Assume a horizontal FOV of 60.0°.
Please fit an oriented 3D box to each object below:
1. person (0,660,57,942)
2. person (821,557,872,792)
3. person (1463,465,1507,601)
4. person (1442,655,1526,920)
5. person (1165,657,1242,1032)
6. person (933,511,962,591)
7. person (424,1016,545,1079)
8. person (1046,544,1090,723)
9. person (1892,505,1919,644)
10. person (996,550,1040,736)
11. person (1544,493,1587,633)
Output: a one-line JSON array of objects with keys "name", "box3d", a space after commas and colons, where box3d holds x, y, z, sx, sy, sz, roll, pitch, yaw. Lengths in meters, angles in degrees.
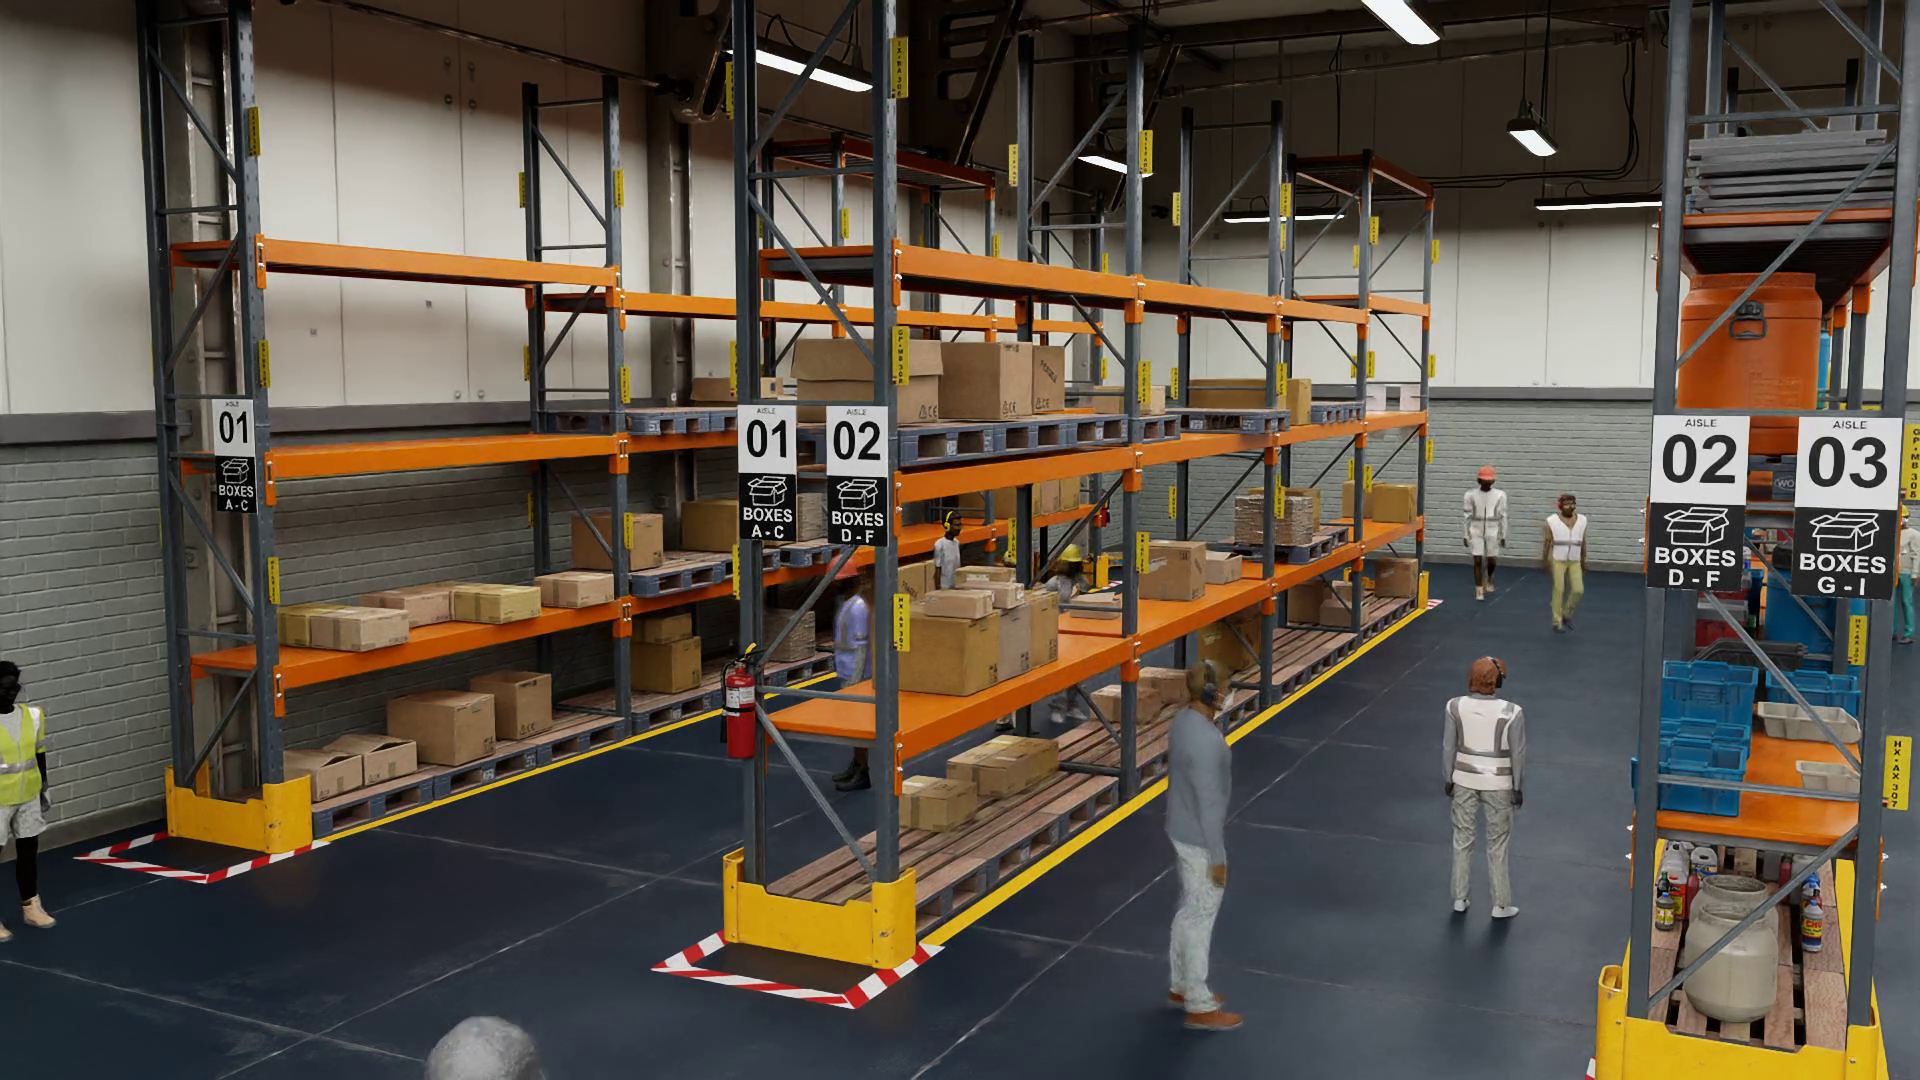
[{"name": "person", "box3d": [-5.752, 1.558, 10.035, 0.320, 1.690, 0.535, 3, 7, 27]}, {"name": "person", "box3d": [-0.910, 1.091, 13.569, 0.463, 1.918, 0.594, -2, 6, -16]}, {"name": "person", "box3d": [7.763, -0.111, 24.628, 0.614, 2.026, 0.581, 2, 6, 15]}, {"name": "person", "box3d": [3.270, 1.543, 10.405, 0.515, 1.641, 0.314, 4, 7, 37]}, {"name": "person", "box3d": [1.264, 1.572, 8.692, 0.377, 1.938, 0.631, 0, 6, -2]}, {"name": "person", "box3d": [-0.127, 0.603, 18.517, 0.325, 1.861, 0.511, 3, 7, 27]}, {"name": "person", "box3d": [-1.025, 2.034, 3.707, 0.701, 2.000, 0.570, 1, 6, 5]}, {"name": "person", "box3d": [1.066, 0.903, 16.154, 0.492, 1.741, 0.324, -3, 7, -30]}, {"name": "person", "box3d": [11.743, 0.417, 20.827, 0.342, 1.752, 0.532, -2, 6, -23]}, {"name": "person", "box3d": [0.515, 0.946, 15.603, 0.305, 1.771, 0.525, -4, 7, -37]}, {"name": "person", "box3d": [7.870, 0.296, 21.622, 0.600, 1.826, 0.454, -1, 6, -7]}]
